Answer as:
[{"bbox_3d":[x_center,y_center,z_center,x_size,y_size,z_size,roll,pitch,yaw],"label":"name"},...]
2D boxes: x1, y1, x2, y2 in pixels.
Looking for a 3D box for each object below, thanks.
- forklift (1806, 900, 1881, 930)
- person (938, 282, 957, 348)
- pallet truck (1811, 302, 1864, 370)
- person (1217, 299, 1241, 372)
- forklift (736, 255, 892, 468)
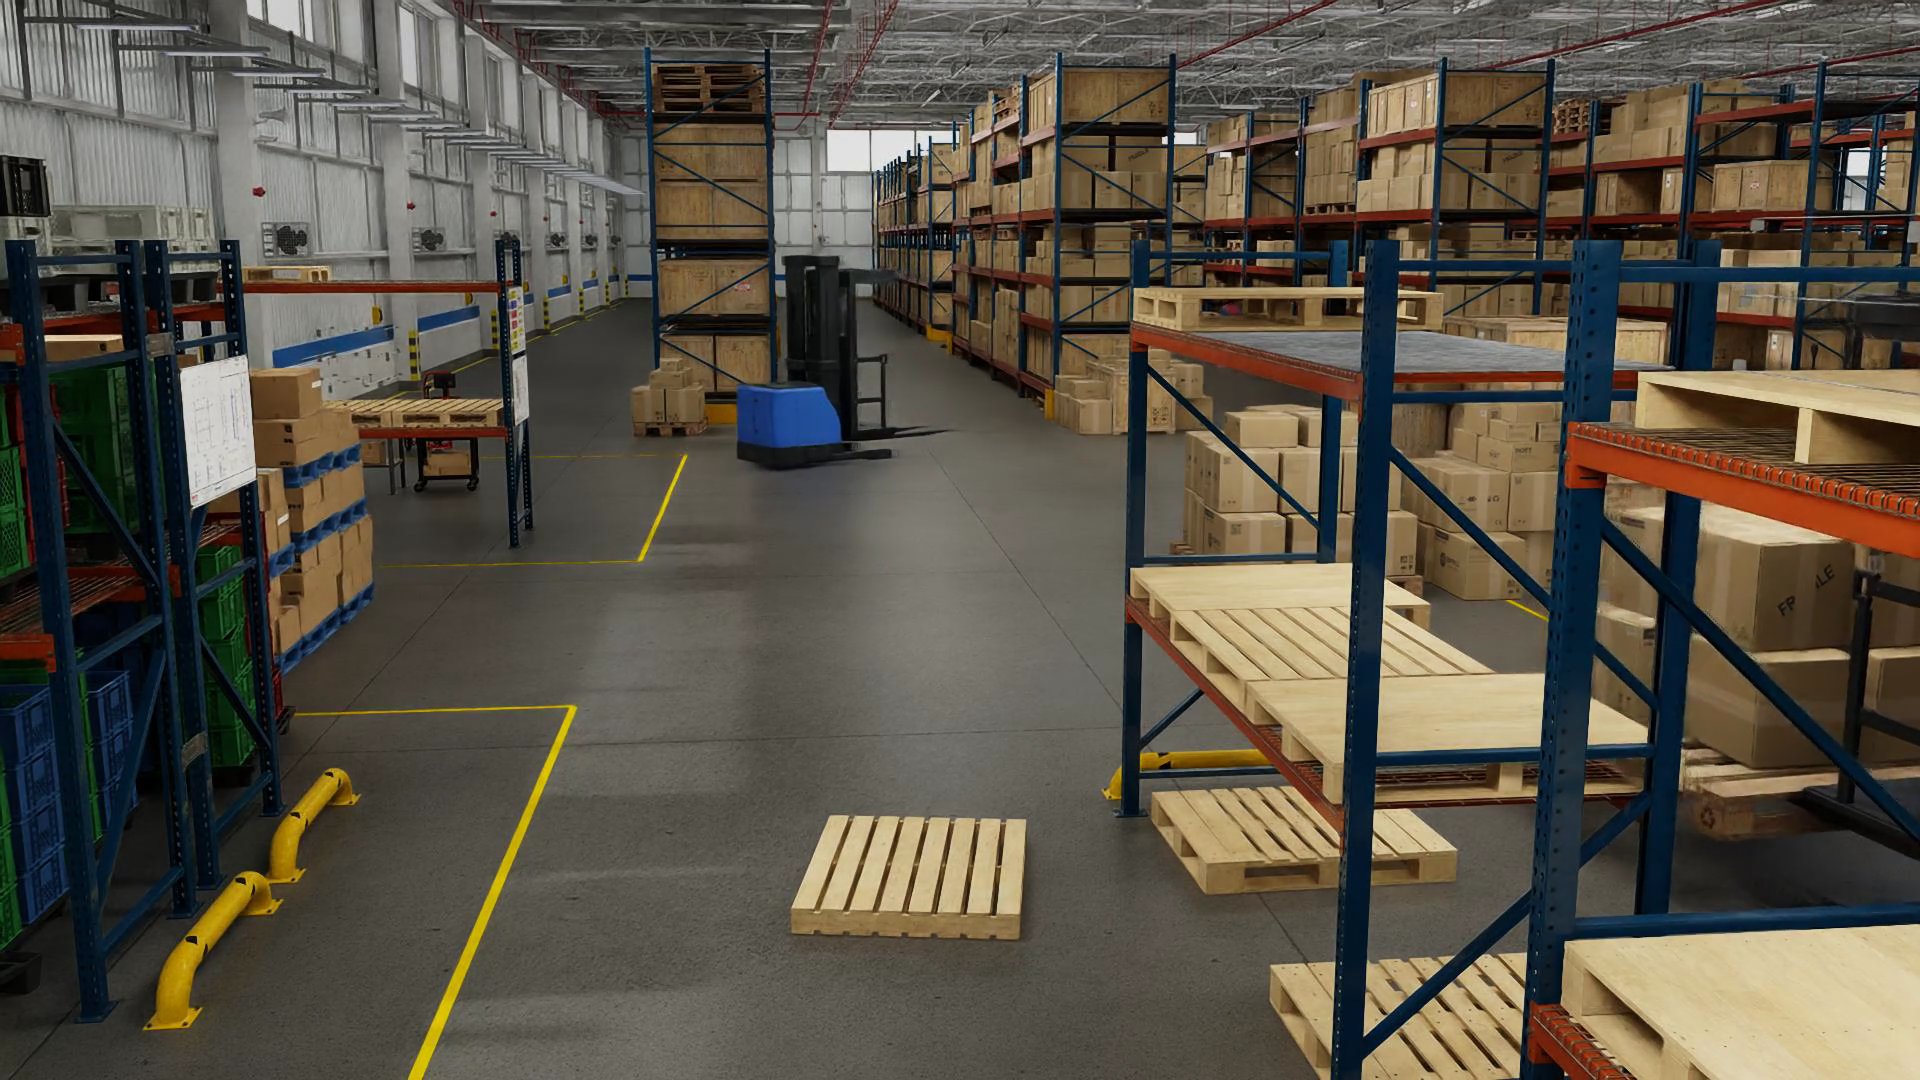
[{"bbox_3d":[4.453,0.482,6.261,1.129,2.768,1.873,-2,11,-13],"label":"forklift"},{"bbox_3d":[-0.238,-6.284,46.521,0.850,1.872,0.683,2,11,13],"label":"person"},{"bbox_3d":[15.846,-3.142,28.793,1.885,1.965,0.823,2,10,12],"label":"pallet truck"},{"bbox_3d":[6.235,-4.758,38.327,0.640,1.798,0.779,-4,11,-20],"label":"person"},{"bbox_3d":[-2.019,-2.459,22.557,1.873,2.768,1.129,-8,13,-38],"label":"forklift"}]
